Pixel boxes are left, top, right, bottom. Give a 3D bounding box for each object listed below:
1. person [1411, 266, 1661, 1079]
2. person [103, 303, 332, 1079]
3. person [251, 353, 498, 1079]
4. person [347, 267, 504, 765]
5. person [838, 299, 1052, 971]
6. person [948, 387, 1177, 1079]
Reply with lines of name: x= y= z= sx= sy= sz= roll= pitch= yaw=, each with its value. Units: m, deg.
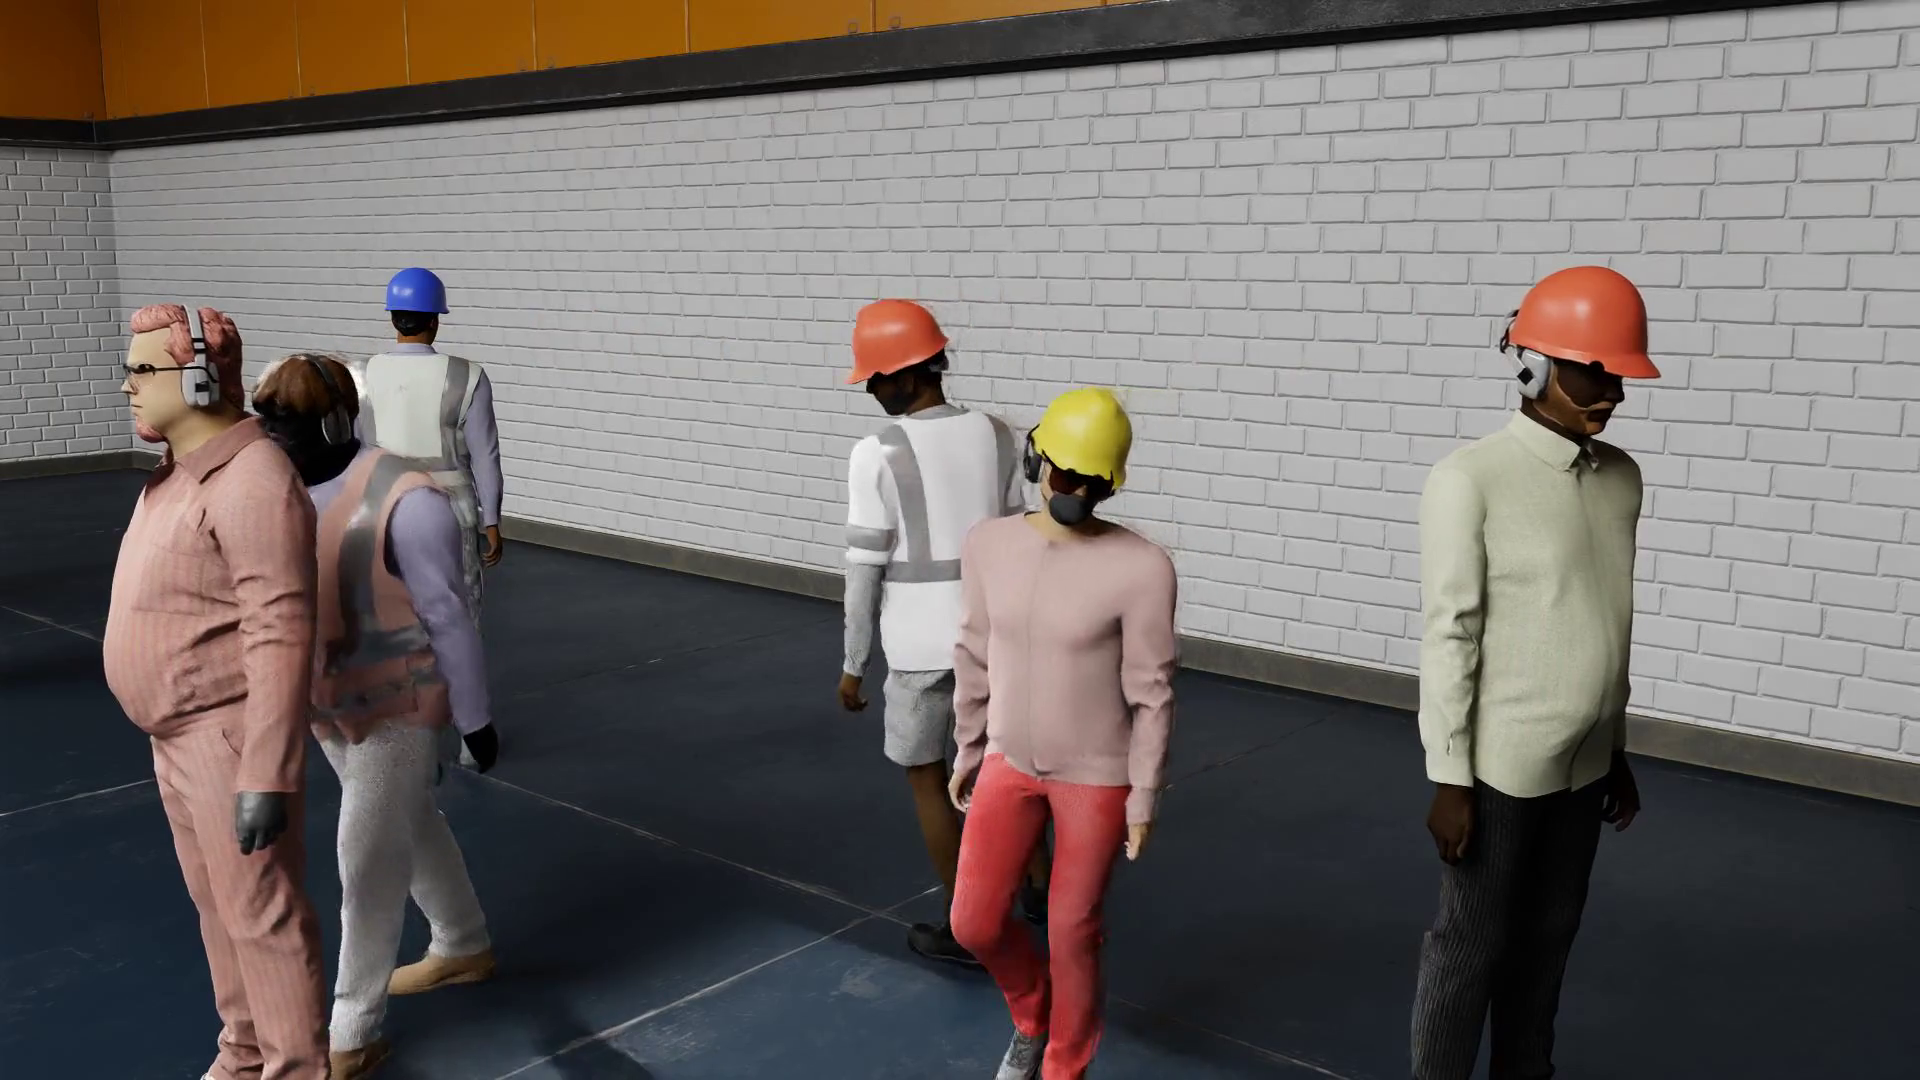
person: x=1.181 y=0.443 z=3.409 sx=0.608 sy=1.987 sz=0.388 roll=-7 pitch=12 yaw=-34
person: x=-1.626 y=0.445 z=3.632 sx=0.408 sy=1.907 sz=0.651 roll=-8 pitch=13 yaw=-39
person: x=-1.487 y=0.415 z=4.203 sx=0.646 sy=1.784 sz=0.816 roll=6 pitch=12 yaw=32
person: x=-2.091 y=-0.081 z=6.505 sx=0.615 sy=1.945 sz=0.405 roll=-1 pitch=10 yaw=-4
person: x=-0.015 y=0.270 z=4.686 sx=0.705 sy=1.888 sz=0.416 roll=-6 pitch=12 yaw=-32
person: x=0.198 y=0.524 z=3.664 sx=0.556 sy=1.729 sz=0.373 roll=6 pitch=12 yaw=30
